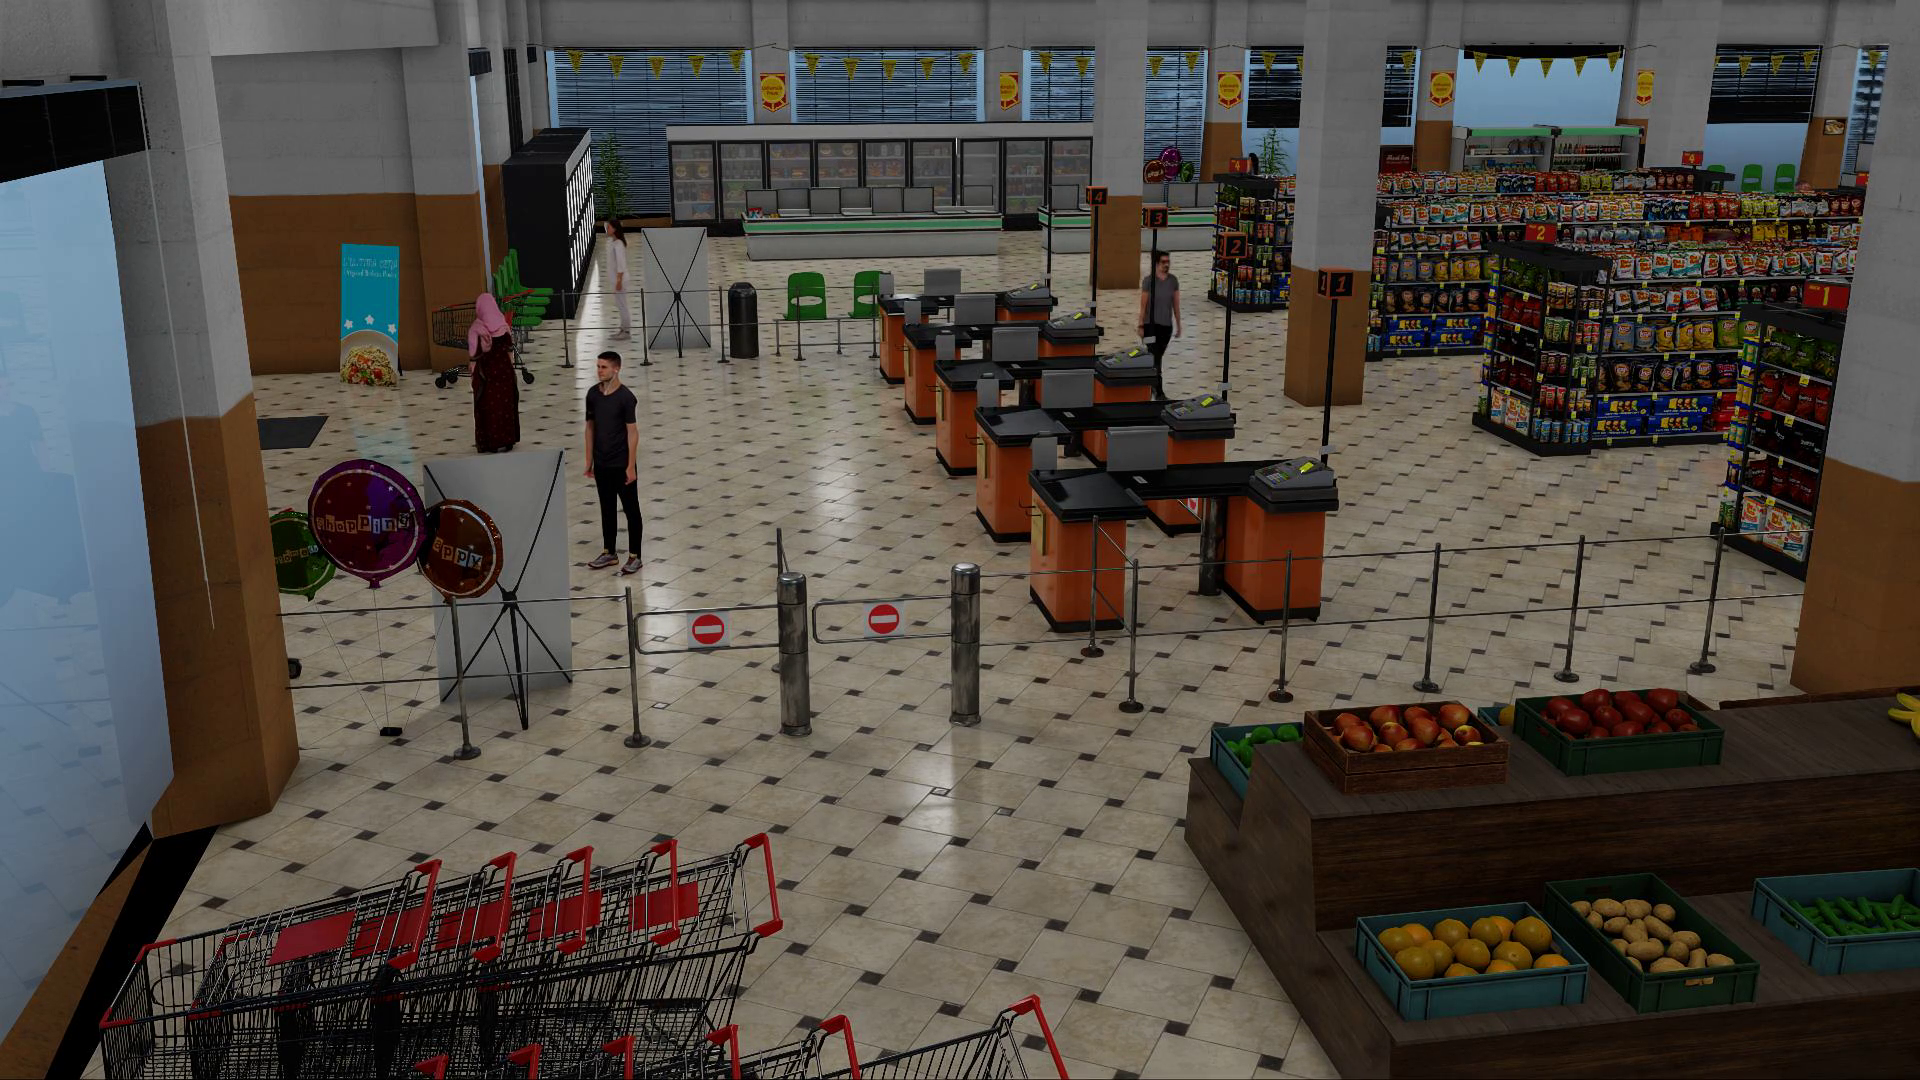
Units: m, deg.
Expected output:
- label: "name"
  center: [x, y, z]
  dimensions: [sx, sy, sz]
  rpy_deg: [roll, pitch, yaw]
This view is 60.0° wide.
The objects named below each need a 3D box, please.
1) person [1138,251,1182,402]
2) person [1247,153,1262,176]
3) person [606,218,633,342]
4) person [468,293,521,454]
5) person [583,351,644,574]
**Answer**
- label: "person"
  center: [2.274, -2.497, 19.431]
  dimensions: [1.144, 1.719, 0.860]
  rpy_deg: [-7, 18, -22]
- label: "person"
  center: [6.348, -7.591, 36.280]
  dimensions: [0.659, 1.677, 0.770]
  rpy_deg: [-12, 21, -35]
- label: "person"
  center: [-4.771, -3.647, 23.272]
  dimensions: [0.561, 1.688, 0.628]
  rpy_deg: [-5, 18, -17]
- label: "person"
  center: [-4.768, -1.711, 16.985]
  dimensions: [0.702, 1.637, 0.818]
  rpy_deg: [-12, 21, -35]
- label: "person"
  center: [-2.734, -0.624, 13.187]
  dimensions: [0.681, 1.764, 0.780]
  rpy_deg: [8, 19, 24]
